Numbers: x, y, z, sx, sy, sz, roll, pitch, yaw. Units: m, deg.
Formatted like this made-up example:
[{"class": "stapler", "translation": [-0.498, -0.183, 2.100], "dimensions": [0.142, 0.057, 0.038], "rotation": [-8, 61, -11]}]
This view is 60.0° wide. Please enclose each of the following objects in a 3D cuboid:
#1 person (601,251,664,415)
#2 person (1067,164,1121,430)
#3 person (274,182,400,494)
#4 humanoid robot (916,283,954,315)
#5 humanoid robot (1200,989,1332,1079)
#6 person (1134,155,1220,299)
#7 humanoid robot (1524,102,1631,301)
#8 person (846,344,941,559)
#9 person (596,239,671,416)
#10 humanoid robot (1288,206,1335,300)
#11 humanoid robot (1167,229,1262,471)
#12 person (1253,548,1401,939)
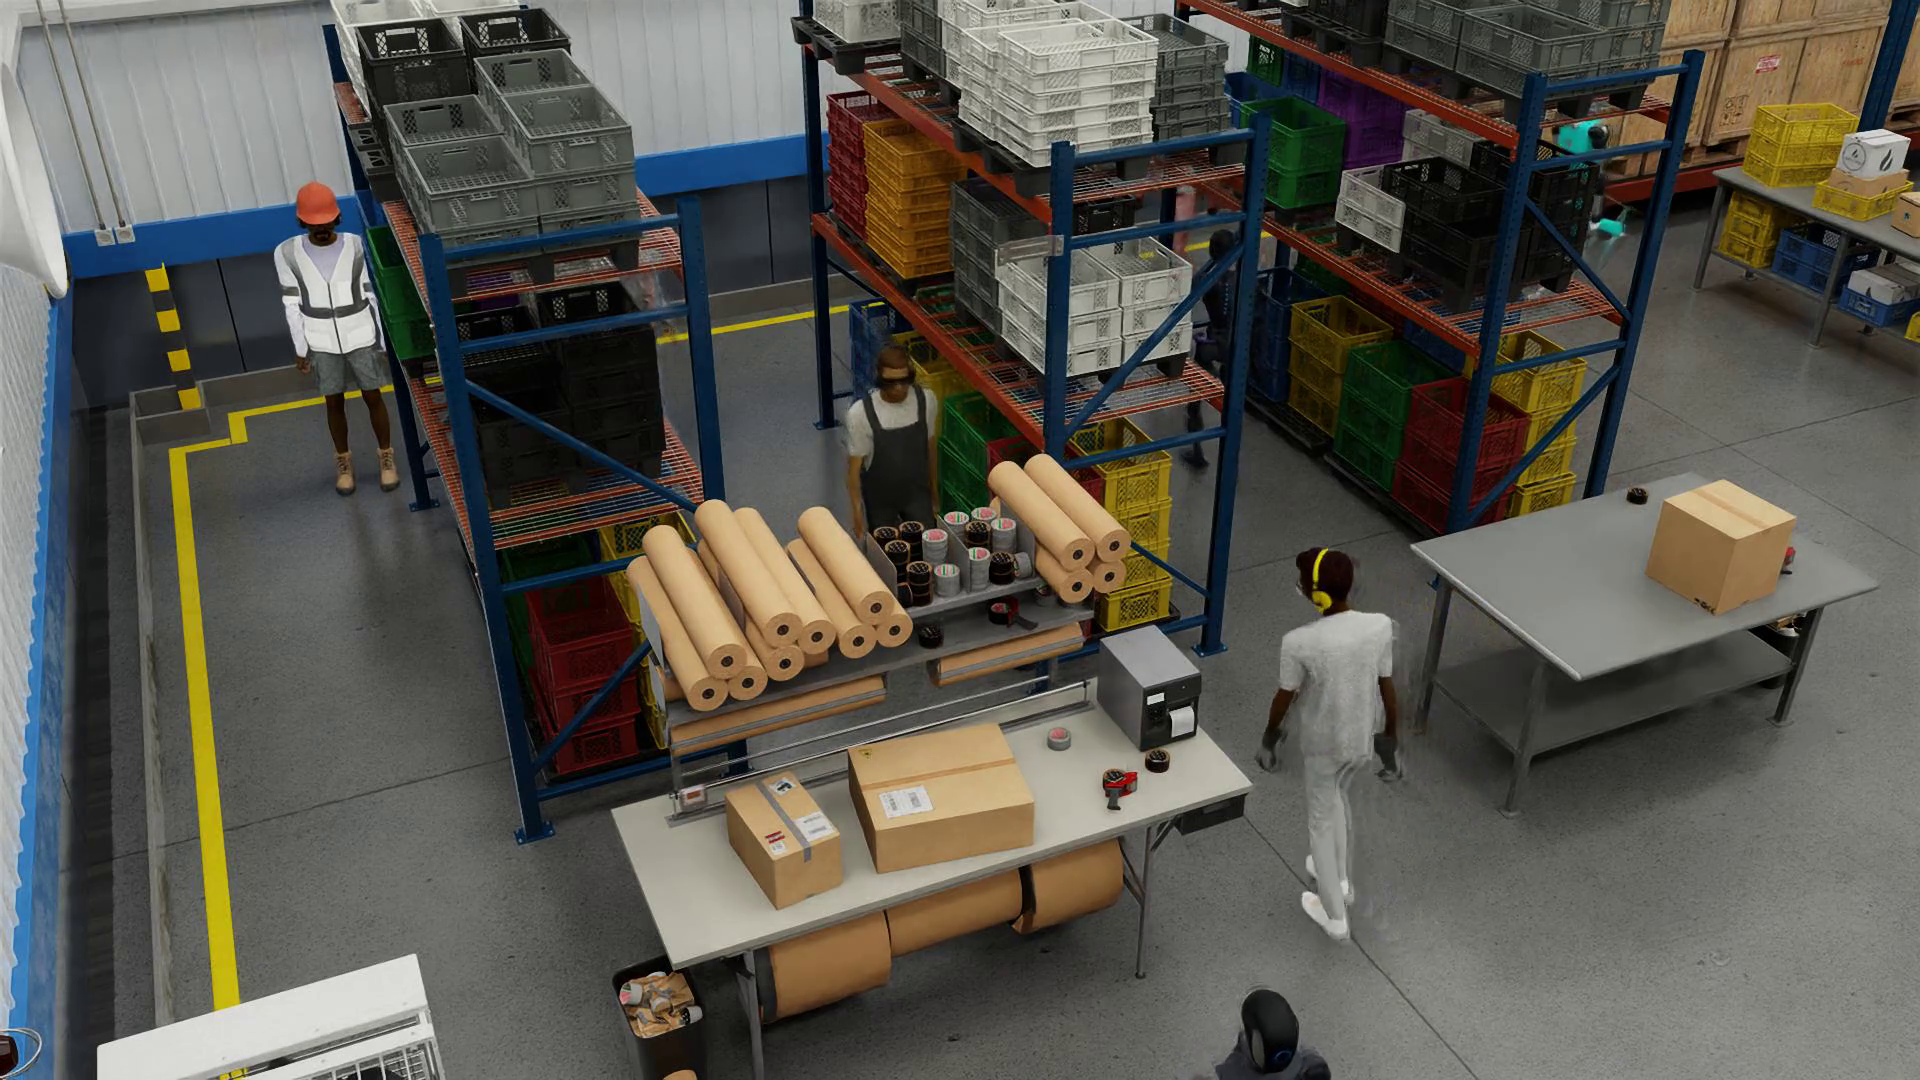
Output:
[{"class": "person", "translation": [-2.192, -1.399, 10.814], "dimensions": [0.532, 1.766, 0.324], "rotation": [18, 36, 27]}, {"class": "person", "translation": [0.833, -1.602, 11.075], "dimensions": [0.623, 1.841, 0.431], "rotation": [26, 40, 36]}, {"class": "person", "translation": [-3.817, -1.235, 10.300], "dimensions": [0.607, 2.040, 0.394], "rotation": [-8, 33, -13]}, {"class": "humanoid robot", "translation": [-0.079, -2.054, 11.911], "dimensions": [0.817, 1.772, 0.531], "rotation": [13, 34, 20]}, {"class": "humanoid robot", "translation": [0.852, 2.035, 5.323], "dimensions": [0.601, 1.637, 0.547], "rotation": [-11, 33, -17]}, {"class": "person", "translation": [1.590, -2.597, 12.641], "dimensions": [0.615, 1.890, 0.840], "rotation": [26, 40, 36]}, {"class": "humanoid robot", "translation": [4.827, -2.591, 12.778], "dimensions": [1.012, 1.726, 0.559], "rotation": [-14, 34, -21]}, {"class": "person", "translation": [-0.314, -0.173, 8.770], "dimensions": [0.539, 1.818, 0.718], "rotation": [-11, 33, -17]}, {"class": "person", "translation": [-2.190, -1.419, 10.905], "dimensions": [0.529, 1.698, 0.515], "rotation": [-21, 38, -31]}, {"class": "humanoid robot", "translation": [2.717, -2.523, 12.736], "dimensions": [0.411, 1.641, 0.591], "rotation": [18, 36, 27]}, {"class": "humanoid robot", "translation": [1.619, -1.160, 10.514], "dimensions": [0.610, 1.648, 0.406], "rotation": [-5, 32, -8]}, {"class": "person", "translation": [1.573, 0.875, 7.058], "dimensions": [0.526, 1.831, 0.590], "rotation": [-12, 34, -19]}]
